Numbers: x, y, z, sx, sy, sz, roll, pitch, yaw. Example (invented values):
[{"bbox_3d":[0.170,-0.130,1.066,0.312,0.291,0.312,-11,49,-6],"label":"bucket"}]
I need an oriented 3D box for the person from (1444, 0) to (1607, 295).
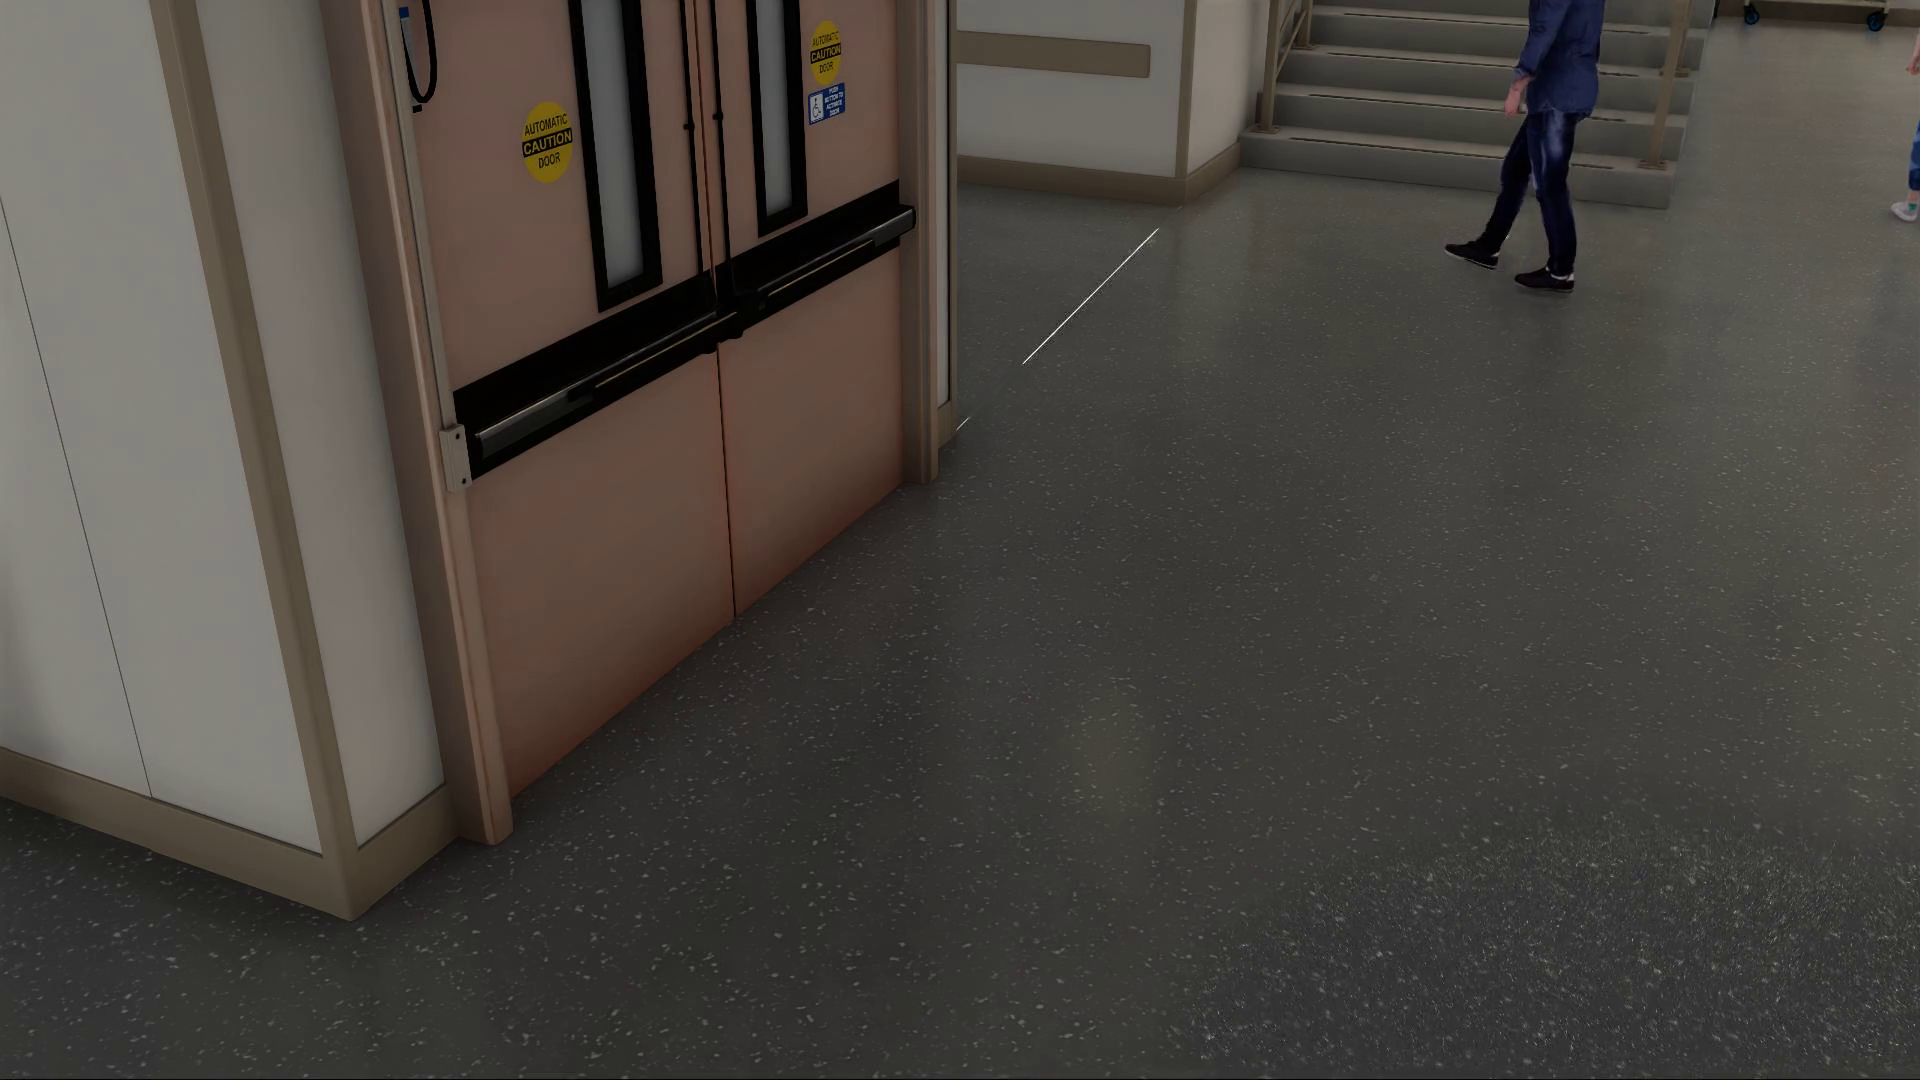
[{"bbox_3d":[2.894,-2.050,7.883,0.888,1.800,0.928,16,30,30],"label":"person"}]
